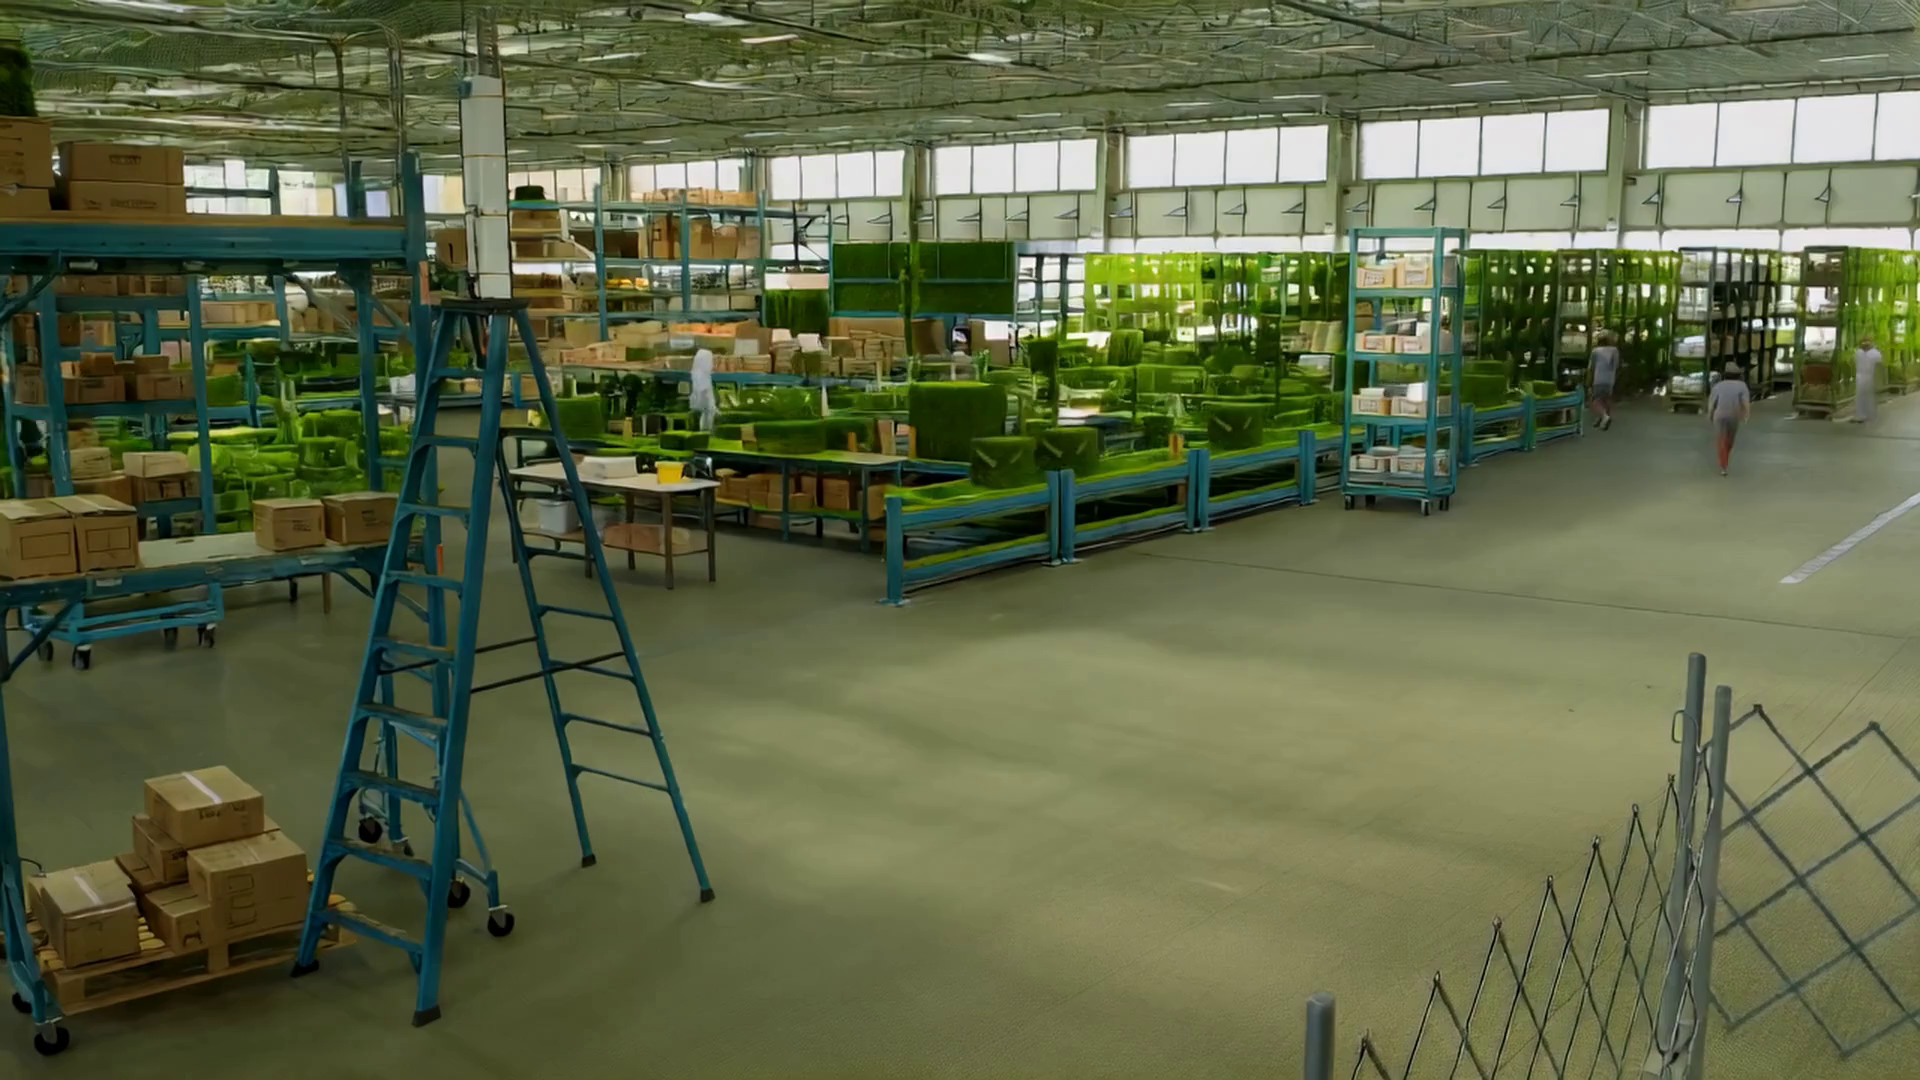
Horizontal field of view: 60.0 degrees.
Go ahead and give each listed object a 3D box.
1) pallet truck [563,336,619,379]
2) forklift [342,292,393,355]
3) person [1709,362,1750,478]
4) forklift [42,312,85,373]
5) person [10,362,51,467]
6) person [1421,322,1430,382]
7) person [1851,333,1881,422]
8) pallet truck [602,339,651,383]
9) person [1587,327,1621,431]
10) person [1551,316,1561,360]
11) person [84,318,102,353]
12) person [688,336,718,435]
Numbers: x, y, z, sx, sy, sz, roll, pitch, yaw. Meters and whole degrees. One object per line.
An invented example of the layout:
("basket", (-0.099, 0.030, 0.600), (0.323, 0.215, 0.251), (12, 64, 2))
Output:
("pallet truck", (-10.690, -5.294, 48.215), (1.601, 1.201, 0.680), (-5, 10, -26))
("forklift", (-16.485, -5.622, 45.120), (1.129, 2.768, 1.873), (7, 11, 37))
("person", (11.541, -1.820, 24.995), (0.536, 1.725, 0.900), (2, 9, 9))
("forklift", (-23.779, -5.451, 44.052), (1.873, 2.768, 1.129), (7, 11, 36))
("person", (-11.788, -1.302, 21.146), (0.564, 1.915, 0.511), (4, 10, 25))
("person", (11.641, -4.544, 41.639), (0.404, 1.836, 0.590), (4, 10, 24))
("person", (18.570, -3.332, 34.091), (0.477, 1.825, 0.573), (-5, 10, -28))
("pallet truck", (-8.991, -4.871, 45.351), (0.653, 1.274, 1.630), (7, 11, 37))
("person", (12.432, -3.087, 32.047), (0.616, 2.011, 0.842), (-1, 9, -5))
("person", (17.315, -5.726, 48.529), (0.396, 1.990, 0.621), (3, 9, 16))
("person", (-22.206, -4.740, 42.735), (0.629, 1.887, 0.666), (-2, 9, -15))
("person", (-4.930, -2.890, 31.259), (0.988, 1.854, 0.669), (2, 9, 10))
